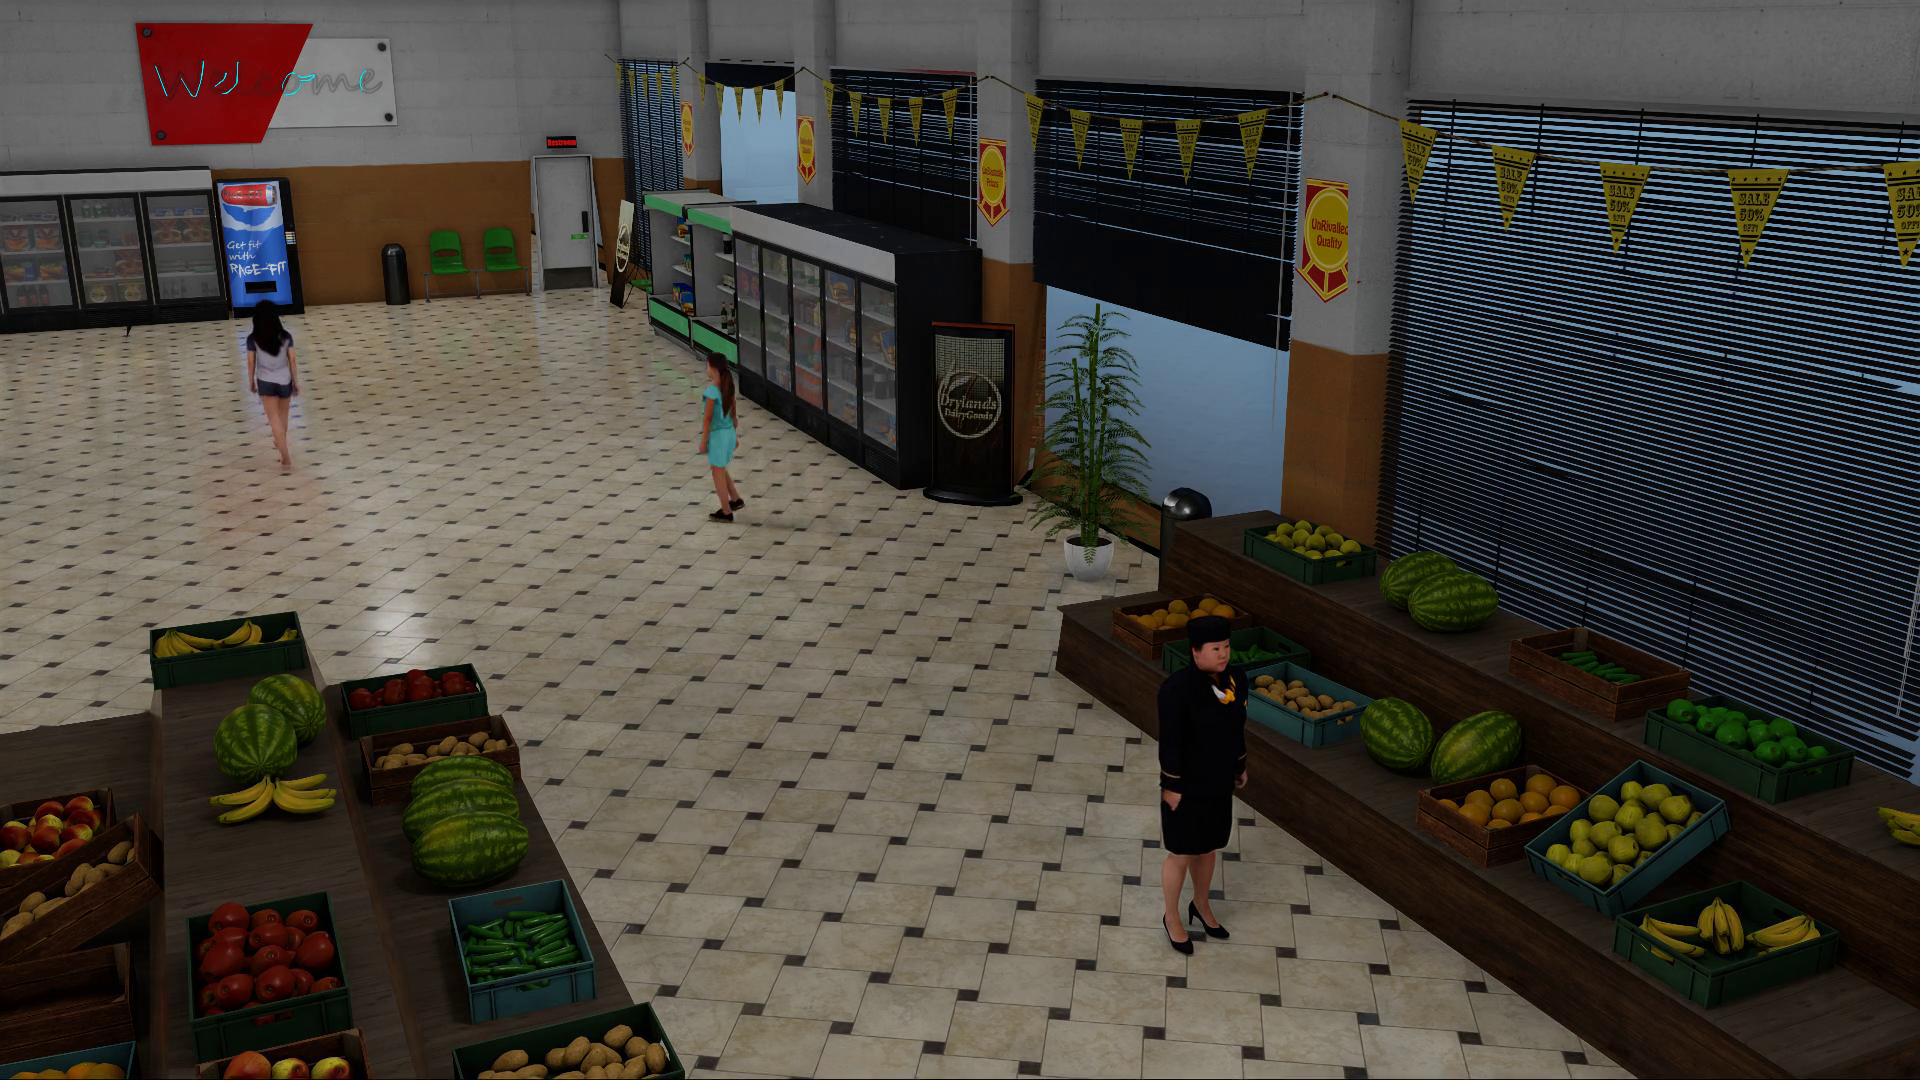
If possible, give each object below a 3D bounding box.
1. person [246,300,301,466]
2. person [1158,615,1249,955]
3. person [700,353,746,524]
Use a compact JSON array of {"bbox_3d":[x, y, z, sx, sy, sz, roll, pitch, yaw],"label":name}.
[{"bbox_3d":[-6.986,-1.562,16.963,0.719,1.655,1.139,-11,20,-32],"label":"person"},{"bbox_3d":[1.152,1.155,7.987,0.727,1.671,0.671,-11,20,-32],"label":"person"},{"bbox_3d":[-2.101,-0.910,14.999,0.735,1.548,0.679,8,19,24],"label":"person"}]
